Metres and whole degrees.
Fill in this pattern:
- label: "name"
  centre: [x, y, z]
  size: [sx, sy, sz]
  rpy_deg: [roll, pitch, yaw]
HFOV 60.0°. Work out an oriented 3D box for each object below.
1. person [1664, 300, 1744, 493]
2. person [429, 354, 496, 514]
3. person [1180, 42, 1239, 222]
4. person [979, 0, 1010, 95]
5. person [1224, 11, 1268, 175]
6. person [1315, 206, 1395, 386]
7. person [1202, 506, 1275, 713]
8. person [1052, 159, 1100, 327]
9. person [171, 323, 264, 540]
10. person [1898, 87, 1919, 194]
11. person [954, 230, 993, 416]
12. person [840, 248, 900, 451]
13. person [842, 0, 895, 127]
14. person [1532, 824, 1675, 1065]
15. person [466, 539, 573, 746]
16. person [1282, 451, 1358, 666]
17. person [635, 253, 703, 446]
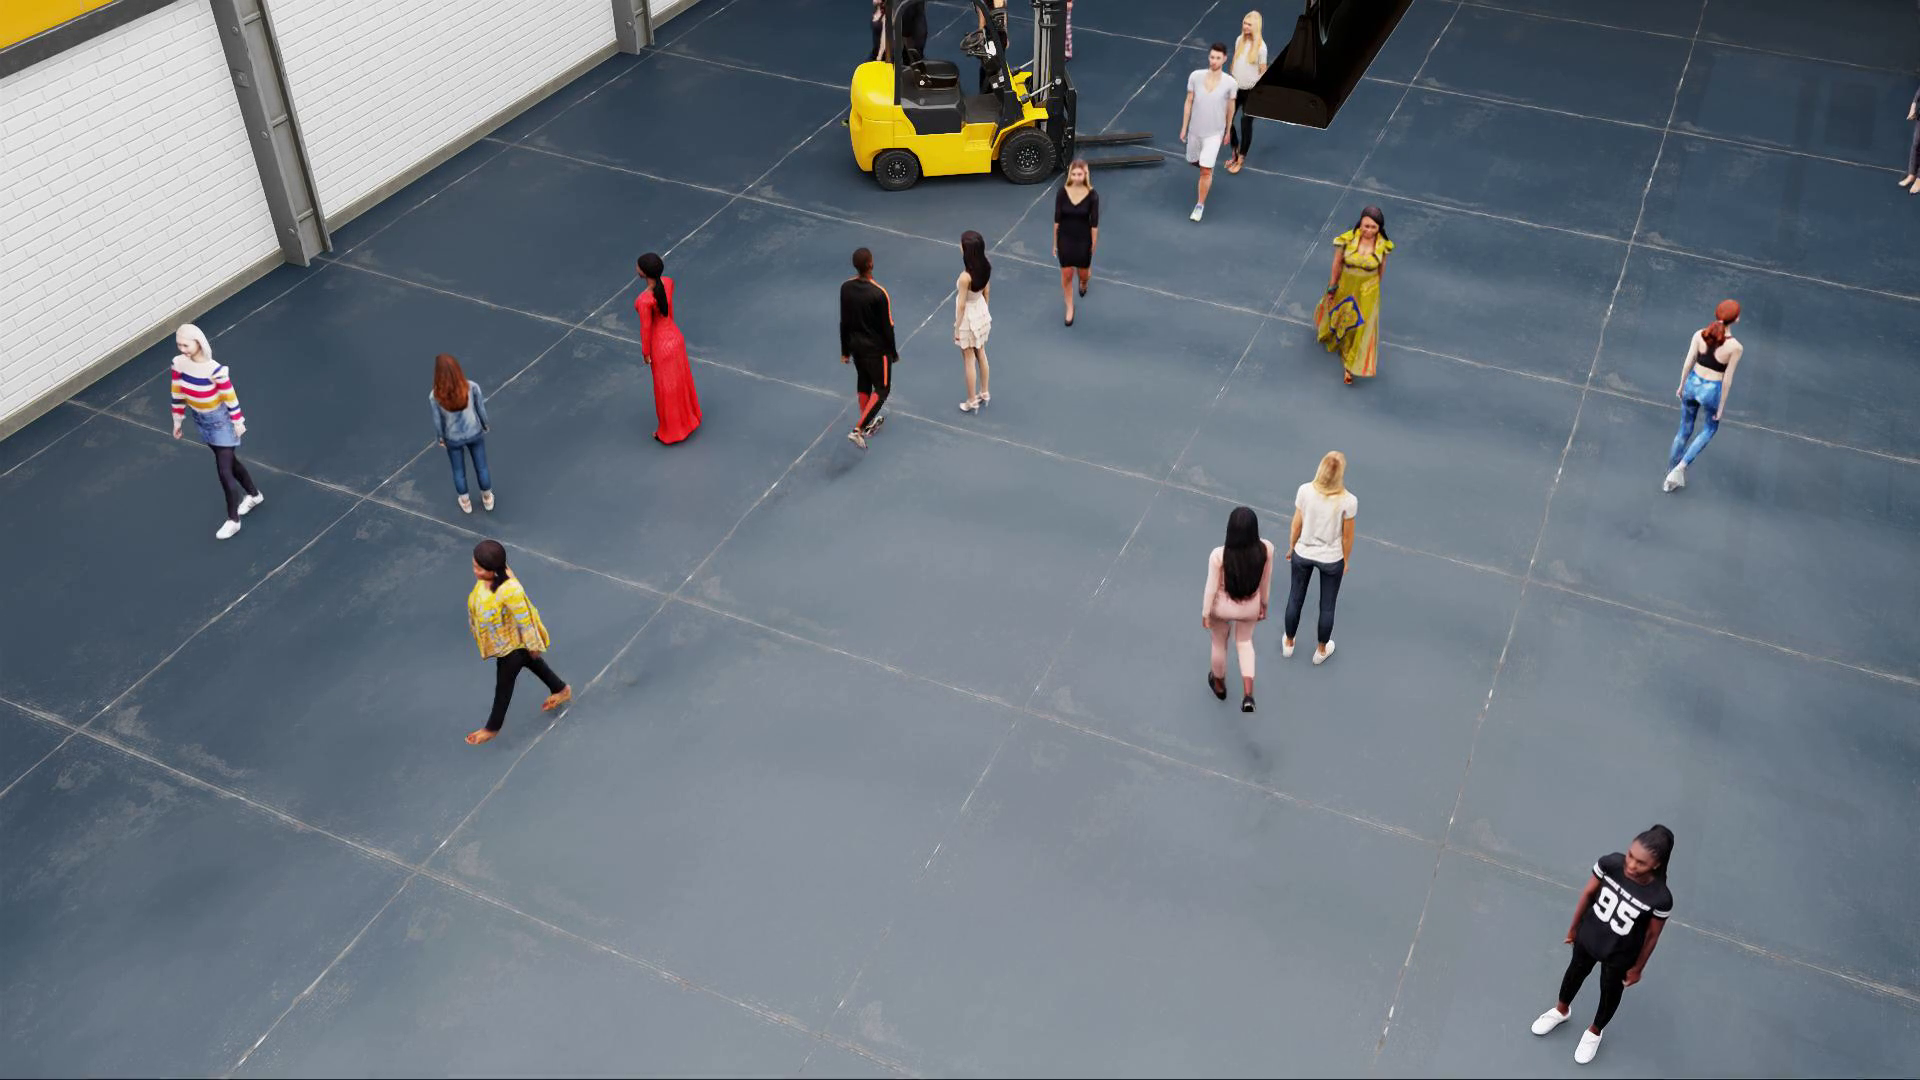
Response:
- label: "person"
  centre: [5.911, -1.091, 13.353]
  size: [0.751, 1.773, 0.684]
  rpy_deg: [-31, 48, -32]
- label: "person"
  centre: [-3.951, -0.845, 13.276]
  size: [0.656, 1.476, 0.719]
  rpy_deg: [-14, 41, -17]
- label: "person"
  centre: [2.588, -4.318, 17.338]
  size: [0.660, 1.833, 1.115]
  rpy_deg: [15, 41, 18]
- label: "person"
  centre: [0.386, -5.879, 19.447]
  size: [0.595, 1.642, 0.704]
  rpy_deg: [-23, 44, -26]
- label: "person"
  centre: [3.145, -4.869, 18.041]
  size: [0.706, 1.817, 0.688]
  rpy_deg: [30, 47, 32]
- label: "person"
  centre: [3.534, -2.286, 14.967]
  size: [0.951, 1.628, 1.235]
  rpy_deg: [5, 39, 6]
- label: "person"
  centre: [1.912, 0.533, 11.366]
  size: [0.903, 1.706, 1.004]
  rpy_deg: [-7, 39, -9]
- label: "person"
  centre: [1.087, -2.816, 15.593]
  size: [0.647, 1.664, 0.794]
  rpy_deg: [8, 39, 9]
- label: "person"
  centre: [-5.846, -0.957, 13.164]
  size: [0.681, 1.791, 0.869]
  rpy_deg: [14, 41, 17]
- label: "person"
  centre: [10.462, -4.597, 17.750]
  size: [0.759, 1.755, 0.734]
  rpy_deg: [-31, 48, -33]
- label: "person"
  centre: [0.125, -1.870, 14.353]
  size: [0.669, 1.734, 0.526]
  rpy_deg: [26, 45, 28]
- label: "person"
  centre: [-0.804, -1.569, 13.925]
  size: [0.706, 1.797, 0.966]
  rpy_deg: [24, 44, 27]
- label: "person"
  centre: [-0.757, -5.473, 18.888]
  size: [1.114, 1.704, 0.930]
  rpy_deg: [-21, 43, -24]
- label: "person"
  centre: [3.605, 2.229, 9.224]
  size: [0.701, 1.728, 0.694]
  rpy_deg: [-30, 47, -32]
- label: "person"
  centre: [-2.982, 0.637, 11.314]
  size: [1.182, 1.608, 1.008]
  rpy_deg: [-25, 45, -28]
- label: "person"
  centre: [2.538, 0.131, 11.787]
  size: [0.592, 1.809, 0.496]
  rpy_deg: [16, 41, 19]
- label: "person"
  centre: [-2.482, -1.616, 14.001]
  size: [0.661, 1.786, 0.520]
  rpy_deg: [16, 41, 19]
